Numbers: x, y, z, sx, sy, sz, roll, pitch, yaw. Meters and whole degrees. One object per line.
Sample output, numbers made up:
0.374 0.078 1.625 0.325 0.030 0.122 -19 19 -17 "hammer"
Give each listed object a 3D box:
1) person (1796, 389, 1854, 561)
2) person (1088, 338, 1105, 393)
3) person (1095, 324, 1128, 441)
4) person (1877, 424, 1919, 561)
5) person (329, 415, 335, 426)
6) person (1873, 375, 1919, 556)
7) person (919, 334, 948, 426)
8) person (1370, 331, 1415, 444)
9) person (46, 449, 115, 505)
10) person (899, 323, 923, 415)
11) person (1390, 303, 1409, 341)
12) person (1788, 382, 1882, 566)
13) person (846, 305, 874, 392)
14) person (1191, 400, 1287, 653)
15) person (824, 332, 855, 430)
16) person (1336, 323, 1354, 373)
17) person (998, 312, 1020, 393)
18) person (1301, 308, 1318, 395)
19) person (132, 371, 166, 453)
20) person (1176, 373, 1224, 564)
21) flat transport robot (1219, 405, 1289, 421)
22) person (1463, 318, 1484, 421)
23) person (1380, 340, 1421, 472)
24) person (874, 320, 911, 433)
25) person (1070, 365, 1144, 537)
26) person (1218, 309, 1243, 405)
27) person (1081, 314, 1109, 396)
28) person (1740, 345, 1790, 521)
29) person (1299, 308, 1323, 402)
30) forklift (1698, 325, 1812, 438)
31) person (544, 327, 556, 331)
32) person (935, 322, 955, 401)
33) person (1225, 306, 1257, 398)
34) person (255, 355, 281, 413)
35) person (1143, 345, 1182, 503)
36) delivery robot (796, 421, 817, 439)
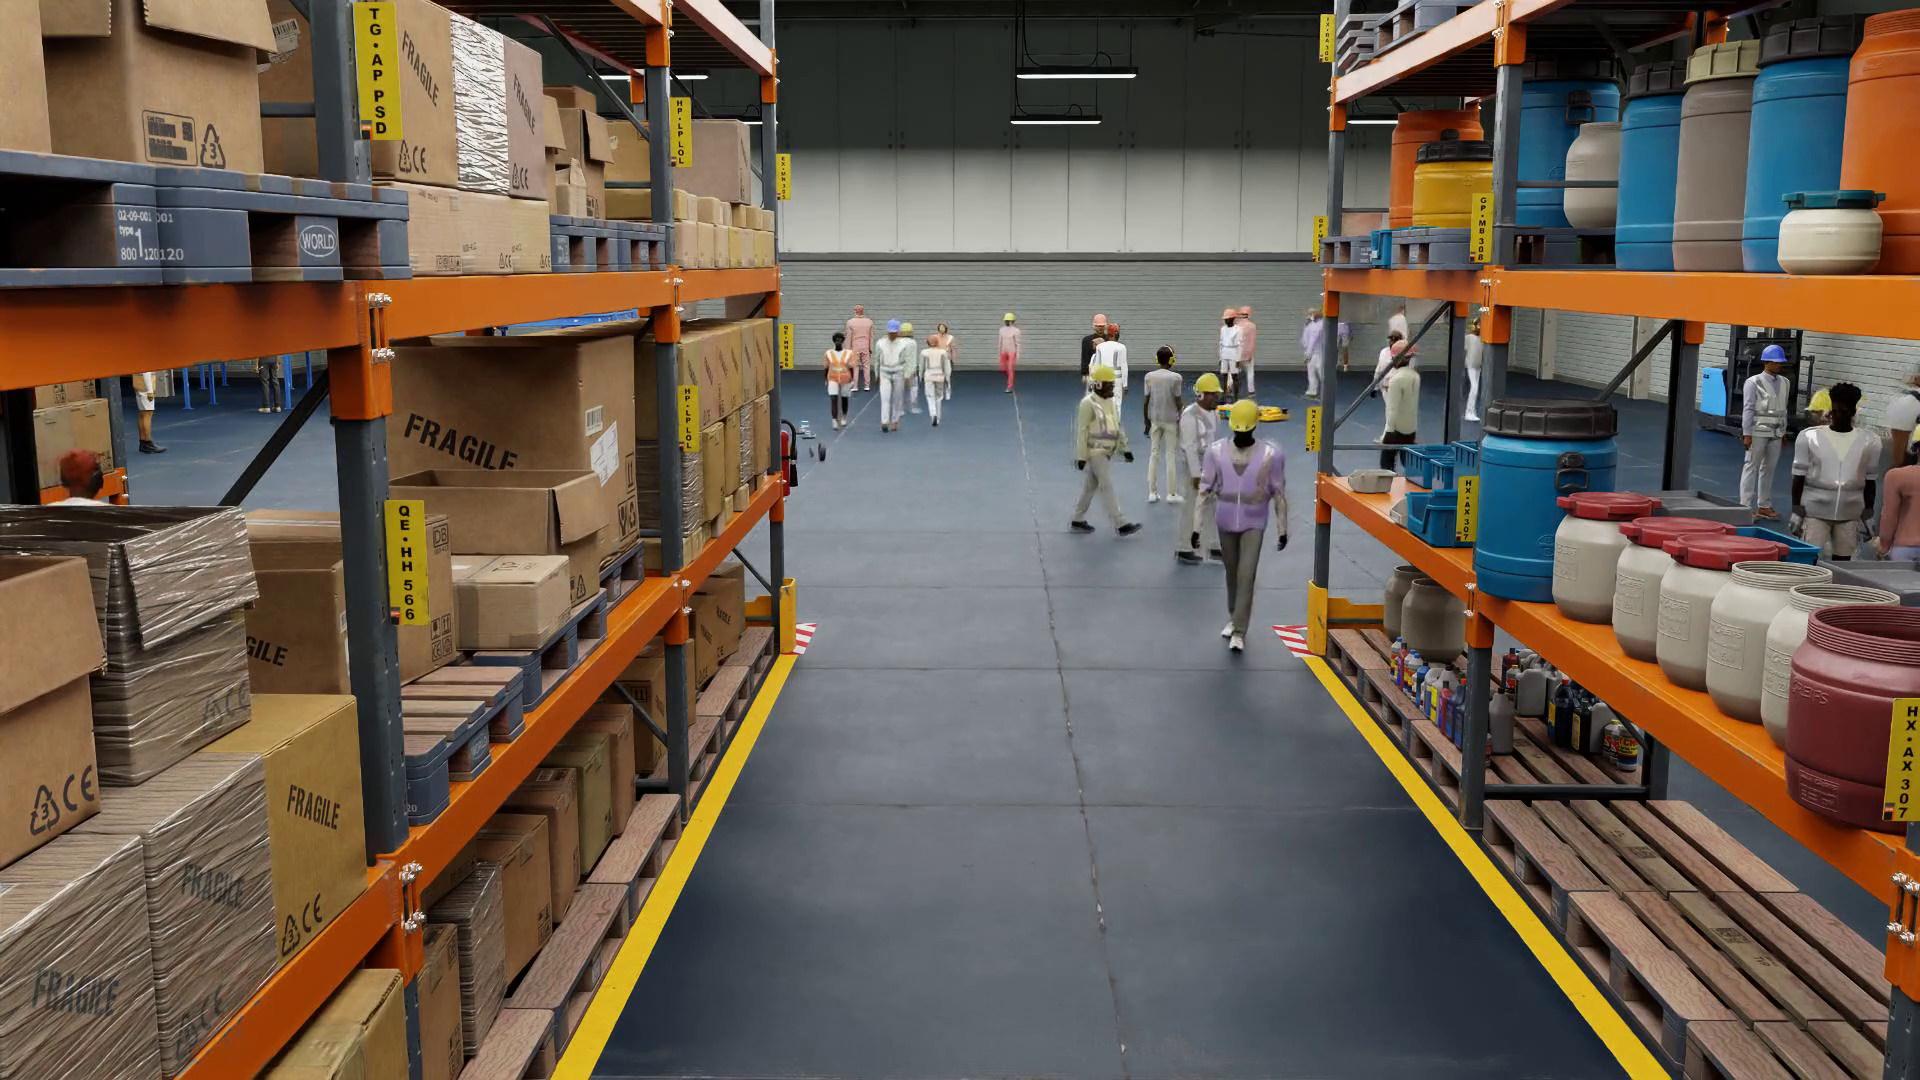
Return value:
7.221 -0.343 13.786 0.697 1.810 0.589 5 11 28 "person"
2.262 -2.466 27.014 0.310 1.640 0.514 -5 11 -27 "person"
2.421 -2.491 26.435 0.587 1.882 0.342 8 12 40 "person"
6.679 0.046 11.591 0.527 1.767 0.331 3 10 17 "person"
-7.803 -1.590 21.198 0.622 1.825 0.624 9 13 42 "person"
9.140 -0.770 15.782 0.694 2.000 1.030 -5 11 -27 "person"
-0.449 -2.790 29.077 0.522 1.612 0.742 -2 10 -13 "person"
6.622 -2.307 25.574 0.963 1.796 0.618 -6 11 -33 "person"
-4.865 0.411 9.258 0.558 1.827 1.012 1 10 9 "person"
-0.967 -3.218 31.281 0.525 1.715 0.738 6 11 30 "person"
10.380 -4.599 39.036 0.575 1.885 0.687 -3 10 -20 "person"
6.579 -0.210 12.543 0.601 1.961 0.372 3 10 16 "person"
-2.236 -4.257 36.931 0.650 1.913 0.409 -4 10 -24 "person"
2.074 -0.126 12.360 0.654 1.853 1.030 4 10 21 "person"
-2.086 -2.765 28.730 0.531 1.667 0.809 -1 10 -4 "person"
9.946 -5.399 43.379 0.615 2.041 0.392 3 10 15 "person"
1.069 -4.121 36.556 0.542 1.755 0.381 6 11 32 "person"
7.587 -4.086 36.046 0.405 1.875 0.797 0 9 0 "person"
-12.264 -2.292 25.080 0.357 1.937 0.551 -8 12 -39 "person"
2.347 -0.662 15.701 0.691 1.807 0.591 9 13 42 "person"
5.259 -2.353 30.556 1.431 0.197 0.652 7 12 38 "flat transport robot"
9.335 -3.059 29.916 0.554 1.852 0.642 -5 11 -28 "person"
5.082 -1.291 19.043 0.732 1.999 0.630 9 13 42 "person"
-1.139 -2.754 28.023 0.620 1.880 1.028 0 9 0 "person"
1.526 -0.934 17.396 0.946 1.780 0.608 6 11 30 "person"
5.347 -3.630 33.209 0.630 1.923 0.580 -8 12 -40 "person"
2.325 -2.770 27.776 0.612 1.994 0.395 -2 10 -10 "person"
8.918 -1.184 18.411 0.614 1.946 0.389 -4 10 -21 "person"
7.279 -3.799 34.195 0.816 1.906 0.644 4 10 23 "person"
13.248 -3.165 27.620 1.129 2.768 1.873 0 9 1 "forklift"
-6.450 -2.456 26.390 0.624 1.832 0.433 5 11 25 "person"
-0.379 -3.672 34.308 0.521 1.620 0.579 1 10 6 "person"
5.967 -4.001 35.346 0.629 1.939 1.064 7 12 37 "person"
-13.225 -3.354 31.727 0.345 1.845 0.508 6 11 34 "person"
2.432 -1.386 19.856 0.520 1.873 0.333 6 11 31 "person"
-2.256 -1.618 24.247 0.335 0.223 0.698 -2 10 -13 "delivery robot"
